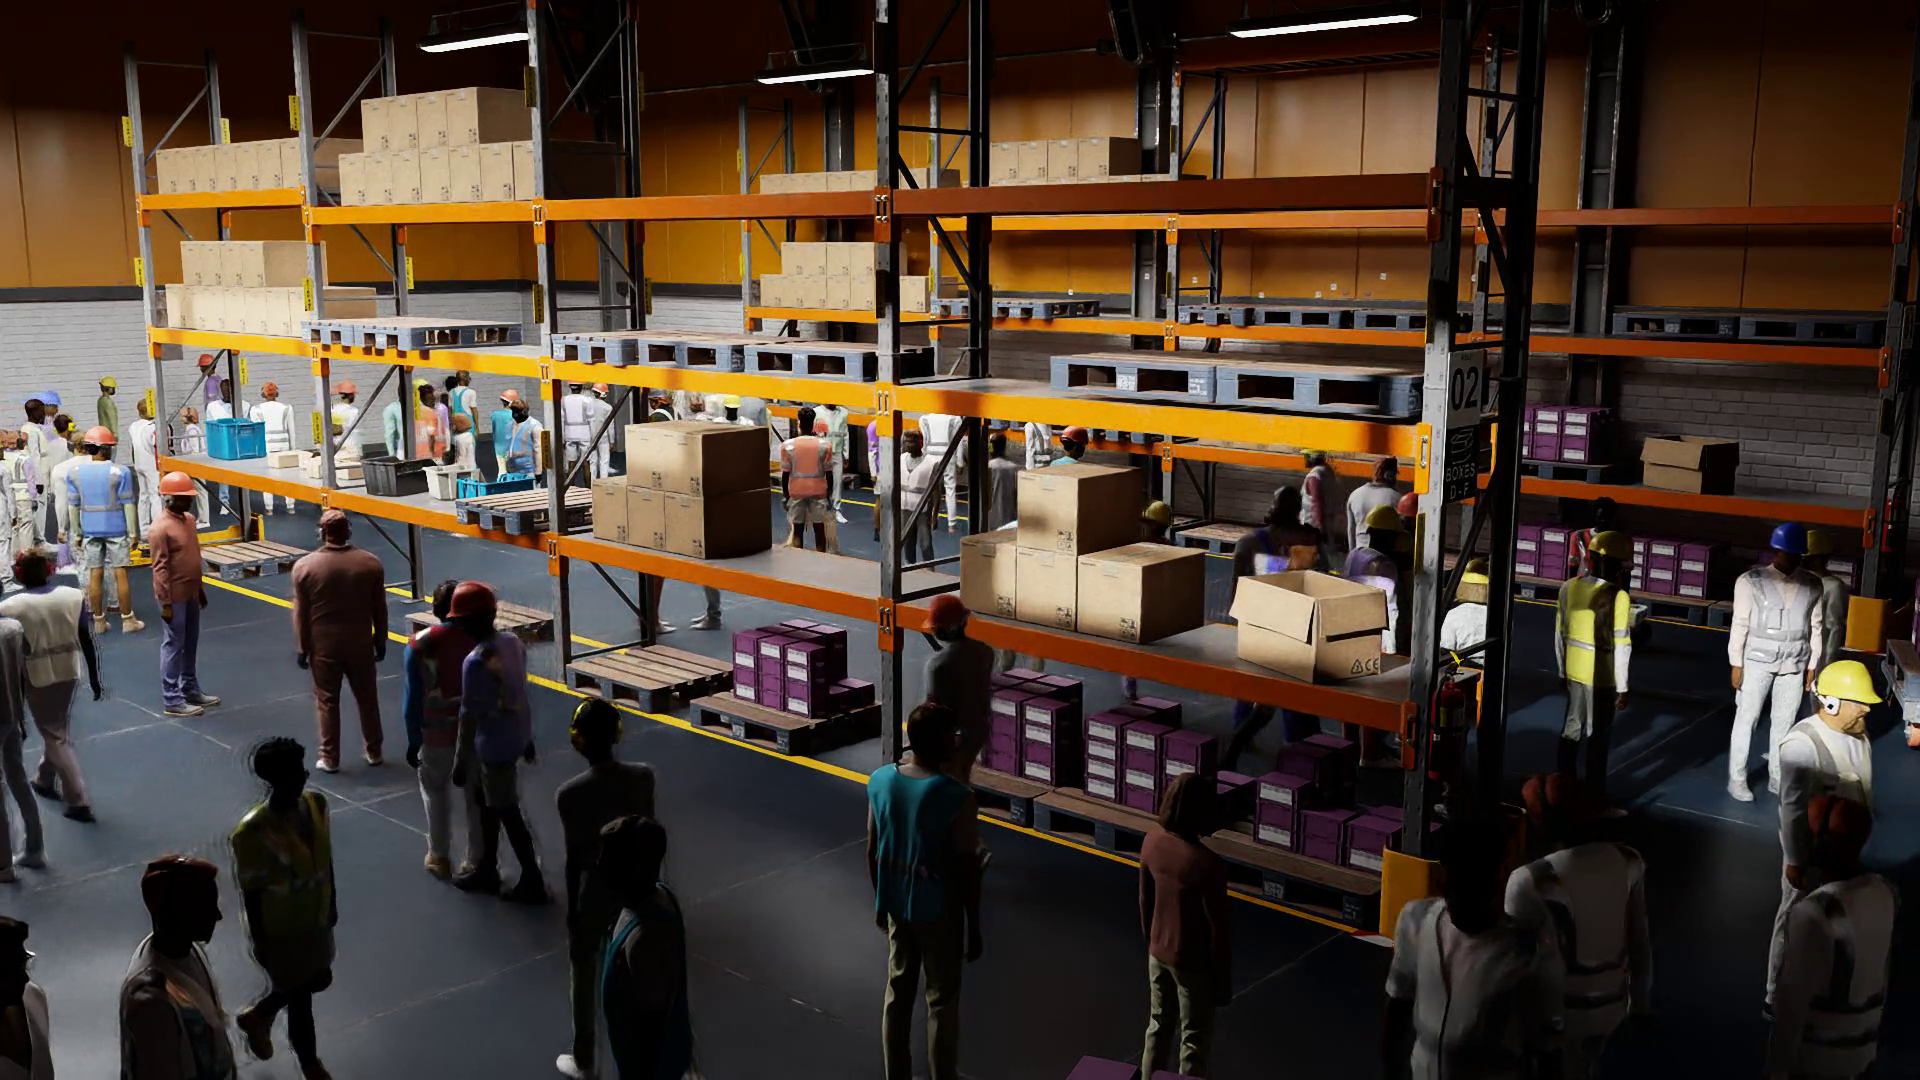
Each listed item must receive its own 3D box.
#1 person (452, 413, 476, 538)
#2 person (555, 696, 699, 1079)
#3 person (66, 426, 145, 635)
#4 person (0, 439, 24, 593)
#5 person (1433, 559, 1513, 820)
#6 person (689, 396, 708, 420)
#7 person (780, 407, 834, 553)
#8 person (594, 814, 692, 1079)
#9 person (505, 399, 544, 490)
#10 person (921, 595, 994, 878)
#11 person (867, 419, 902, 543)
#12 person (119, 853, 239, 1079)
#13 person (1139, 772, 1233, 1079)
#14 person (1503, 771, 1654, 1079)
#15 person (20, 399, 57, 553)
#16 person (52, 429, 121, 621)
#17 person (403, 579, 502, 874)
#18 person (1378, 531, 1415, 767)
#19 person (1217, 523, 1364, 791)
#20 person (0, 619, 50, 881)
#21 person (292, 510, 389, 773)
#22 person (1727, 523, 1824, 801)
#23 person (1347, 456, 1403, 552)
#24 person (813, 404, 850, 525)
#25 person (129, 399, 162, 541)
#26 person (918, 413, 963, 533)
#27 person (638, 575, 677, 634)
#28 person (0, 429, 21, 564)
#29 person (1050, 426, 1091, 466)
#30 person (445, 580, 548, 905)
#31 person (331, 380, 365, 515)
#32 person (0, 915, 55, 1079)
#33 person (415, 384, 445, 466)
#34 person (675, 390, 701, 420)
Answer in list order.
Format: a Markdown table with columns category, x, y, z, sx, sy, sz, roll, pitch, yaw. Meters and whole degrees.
| category | x | y | z | sx | sy | sz | roll | pitch | yaw |
| --- | --- | --- | --- | --- | --- | --- | --- | --- | --- |
| person | -6.439 | -0.841 | 21.636 | 0.295 | 1.628 | 0.536 | 0 | 10 | -2 |
| person | -1.474 | 1.604 | 7.275 | 0.561 | 1.825 | 0.912 | -9 | 13 | -41 |
| person | -8.316 | -0.087 | 16.187 | 0.609 | 2.040 | 0.394 | -1 | 10 | -6 |
| person | -10.569 | -0.290 | 18.206 | 0.488 | 1.736 | 0.360 | 0 | 10 | 1 |
| person | 3.377 | 0.986 | 10.984 | 0.480 | 1.735 | 0.316 | -1 | 10 | -4 |
| person | -3.746 | -1.247 | 23.868 | 0.310 | 1.642 | 0.514 | -5 | 11 | -26 |
| person | -1.731 | -0.531 | 18.906 | 0.612 | 1.965 | 0.362 | -1 | 10 | -7 |
| person | -1.111 | 1.845 | 5.815 | 0.345 | 1.846 | 0.508 | -2 | 10 | -9 |
| person | -5.609 | -0.903 | 21.400 | 0.630 | 1.836 | 0.430 | 7 | 12 | 33 |
| person | 0.040 | 1.173 | 9.973 | 0.619 | 1.721 | 0.724 | -10 | 14 | -43 |
| person | -0.925 | -0.916 | 21.209 | 0.384 | 1.925 | 0.549 | 9 | 14 | 42 |
| person | -2.493 | 1.909 | 5.363 | 0.359 | 1.876 | 0.589 | -3 | 10 | -17 |
| person | 0.944 | 1.755 | 6.911 | 0.280 | 1.636 | 0.502 | -7 | 12 | -35 |
| person | 2.277 | 1.759 | 6.277 | 0.622 | 1.858 | 0.458 | -5 | 11 | -24 |
| person | -11.395 | -0.786 | 20.517 | 0.391 | 1.911 | 0.586 | -6 | 12 | -32 |
| person | -8.821 | -0.152 | 16.837 | 0.356 | 1.938 | 0.633 | 8 | 13 | 37 |
| person | -3.019 | 1.125 | 9.944 | 0.661 | 1.820 | 0.670 | -6 | 12 | -31 |
| person | 3.157 | 0.783 | 12.139 | 0.339 | 1.734 | 0.500 | 1 | 10 | 3 |
| person | 2.223 | 0.828 | 11.398 | 1.028 | 1.920 | 0.630 | 5 | 11 | 25 |
| person | -5.754 | 1.121 | 9.905 | 0.446 | 1.877 | 0.556 | 1 | 10 | 7 |
| person | -4.457 | 0.727 | 11.993 | 0.647 | 1.899 | 0.402 | -6 | 12 | -32 |
| person | 5.527 | 0.832 | 11.287 | 0.608 | 1.938 | 0.416 | 0 | 10 | 1 |
| person | 3.806 | 0.189 | 15.022 | 0.406 | 1.902 | 0.636 | -8 | 13 | -37 |
| person | -1.784 | -1.170 | 22.676 | 0.590 | 1.912 | 0.388 | -6 | 12 | -30 |
| person | -10.378 | -0.889 | 21.299 | 0.508 | 1.838 | 0.338 | 5 | 11 | 25 |
| person | -0.244 | -1.026 | 21.987 | 0.635 | 1.876 | 0.374 | 1 | 10 | 4 |
| person | -3.008 | -0.023 | 16.207 | 0.396 | 1.908 | 0.599 | -5 | 11 | -28 |
| person | -11.270 | -0.492 | 19.628 | 0.529 | 1.631 | 0.312 | 0 | 10 | -2 |
| person | 1.119 | -0.139 | 16.511 | 0.404 | 2.035 | 0.606 | -6 | 11 | -29 |
| person | -2.730 | 1.165 | 9.477 | 0.777 | 1.904 | 0.557 | 2 | 10 | 10 |
| person | -8.590 | -1.278 | 23.261 | 0.551 | 1.917 | 0.693 | 7 | 12 | 35 |
| person | -2.904 | 1.997 | 4.993 | 0.385 | 1.838 | 0.567 | 0 | 10 | 0 |
| person | -7.170 | -1.147 | 22.535 | 0.363 | 1.911 | 0.707 | -7 | 12 | -34 |
| person | -4.217 | -1.777 | 26.009 | 0.403 | 1.943 | 0.606 | 3 | 11 | 18 |
